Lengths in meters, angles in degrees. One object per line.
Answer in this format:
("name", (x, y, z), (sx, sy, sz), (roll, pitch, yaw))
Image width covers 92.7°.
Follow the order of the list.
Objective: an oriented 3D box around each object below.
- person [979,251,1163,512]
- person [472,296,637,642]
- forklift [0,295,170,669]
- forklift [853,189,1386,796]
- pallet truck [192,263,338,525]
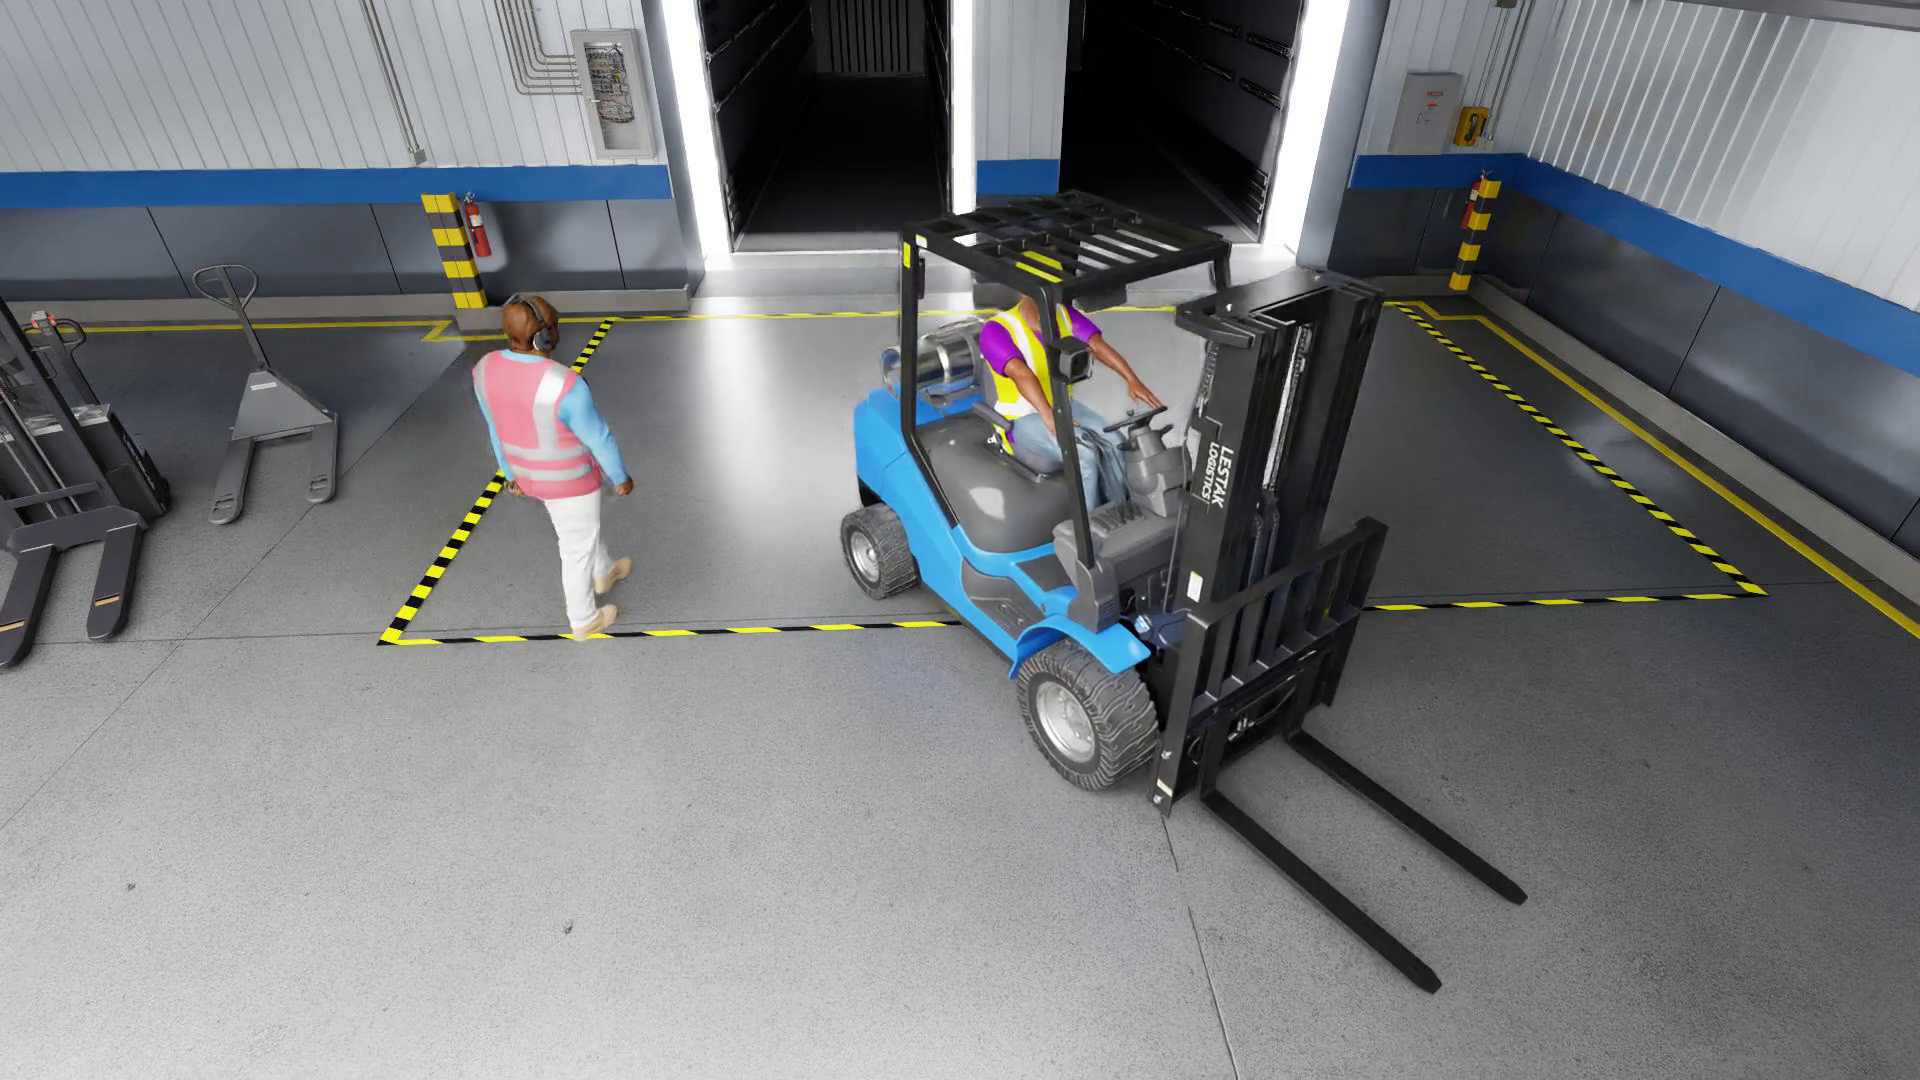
("person", (0.536, -0.593, 4.204), (0.635, 1.293, 1.004), (-22, 41, -29))
("person", (-1.957, -0.360, 4.663), (0.636, 1.820, 0.640), (16, 38, 22))
("forklift", (-5.212, -0.618, 4.878), (0.823, 1.965, 1.885), (-20, 39, -26))
("forklift", (0.507, -0.470, 4.354), (1.157, 2.036, 2.680), (-22, 41, -29))
("pallet truck", (-4.778, -1.027, 6.128), (0.680, 1.201, 1.601), (-17, 38, -23))
